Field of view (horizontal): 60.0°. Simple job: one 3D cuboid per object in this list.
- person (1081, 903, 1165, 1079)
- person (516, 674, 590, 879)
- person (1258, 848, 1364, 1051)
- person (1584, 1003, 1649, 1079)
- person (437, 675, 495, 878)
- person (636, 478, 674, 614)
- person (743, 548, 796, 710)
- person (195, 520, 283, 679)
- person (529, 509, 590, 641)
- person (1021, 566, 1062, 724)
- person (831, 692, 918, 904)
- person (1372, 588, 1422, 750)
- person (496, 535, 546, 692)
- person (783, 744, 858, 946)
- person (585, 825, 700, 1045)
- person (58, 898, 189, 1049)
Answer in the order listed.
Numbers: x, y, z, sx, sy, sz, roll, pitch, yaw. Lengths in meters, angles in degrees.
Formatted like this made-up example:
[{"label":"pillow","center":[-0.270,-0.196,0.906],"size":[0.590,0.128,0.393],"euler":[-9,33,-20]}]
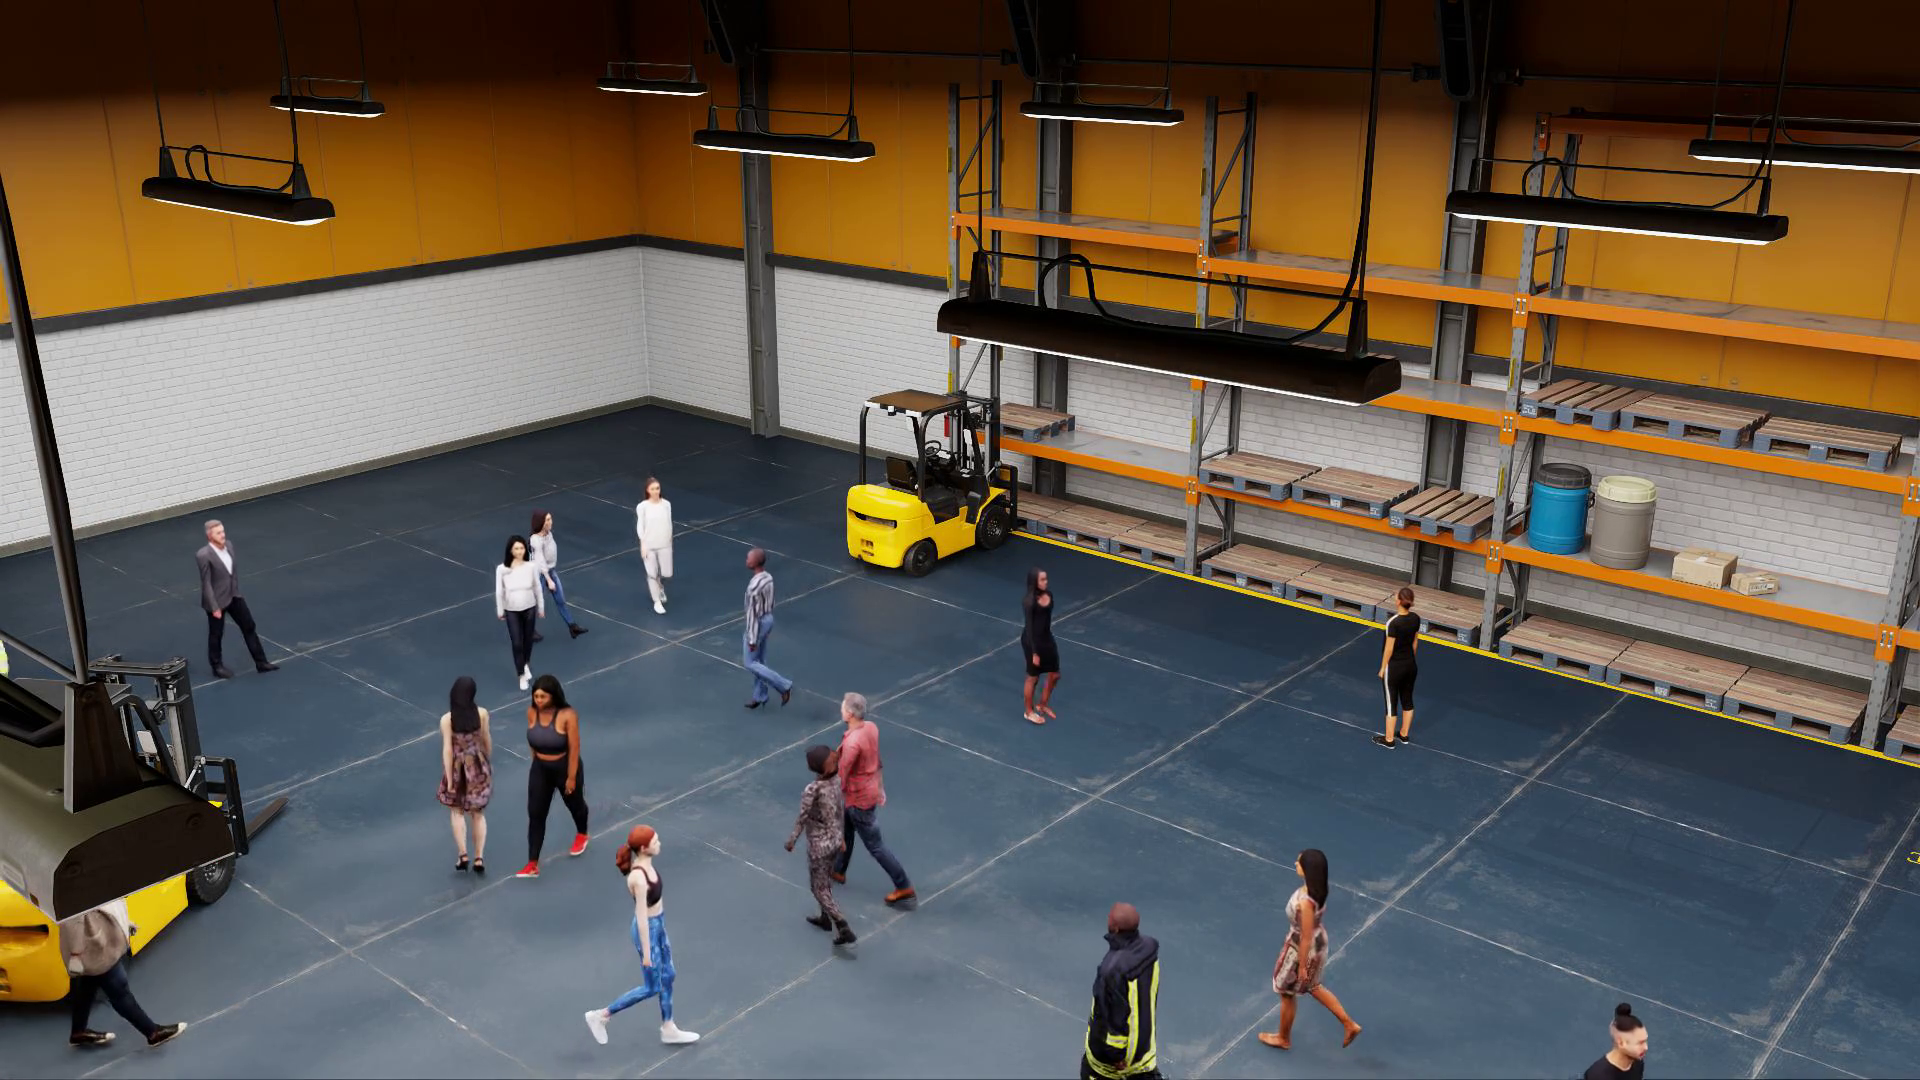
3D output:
[{"label":"person","center":[1.139,3.152,10.684],"size":[1.150,1.796,0.765],"euler":[17,25,41]},{"label":"person","center":[-3.407,1.962,14.272],"size":[1.229,1.760,1.085],"euler":[5,19,13]},{"label":"person","center":[2.507,2.906,11.672],"size":[1.013,1.630,0.770],"euler":[9,20,24]},{"label":"person","center":[3.658,3.472,9.645],"size":[0.770,1.852,0.894],"euler":[-14,23,-37]},{"label":"person","center":[-4.159,2.036,14.085],"size":[0.760,1.739,0.794],"euler":[-17,25,-40]},{"label":"person","center":[-3.706,0.044,20.094],"size":[0.728,1.680,0.798],"euler":[-10,21,-27]},{"label":"person","center":[-1.991,0.960,17.217],"size":[0.935,1.780,0.846],"euler":[4,19,11]},{"label":"person","center":[-8.092,0.640,18.115],"size":[1.182,1.813,1.008],"euler":[6,20,17]},{"label":"person","center":[-4.866,0.436,19.070],"size":[1.098,1.591,0.915],"euler":[4,19,11]},{"label":"person","center":[0.718,1.071,16.998],"size":[0.590,1.709,0.596],"euler":[15,24,37]},{"label":"person","center":[-0.734,2.149,13.669],"size":[1.315,1.790,1.017],"euler":[6,19,16]},{"label":"person","center":[4.373,1.254,16.518],"size":[0.648,1.669,0.636],"euler":[-10,21,-28]},{"label":"person","center":[-4.785,0.736,18.040],"size":[0.844,1.679,0.984],"euler":[-9,20,-24]},{"label":"person","center":[-1.026,2.415,13.013],"size":[0.858,1.706,0.608],"euler":[16,24,39]},{"label":"person","center":[-2.276,2.824,11.702],"size":[1.035,1.766,0.989],"euler":[-2,19,-7]},{"label":"person","center":[-6.192,2.785,11.671],"size":[1.123,1.860,1.136],"euler":[-5,19,-14]}]
